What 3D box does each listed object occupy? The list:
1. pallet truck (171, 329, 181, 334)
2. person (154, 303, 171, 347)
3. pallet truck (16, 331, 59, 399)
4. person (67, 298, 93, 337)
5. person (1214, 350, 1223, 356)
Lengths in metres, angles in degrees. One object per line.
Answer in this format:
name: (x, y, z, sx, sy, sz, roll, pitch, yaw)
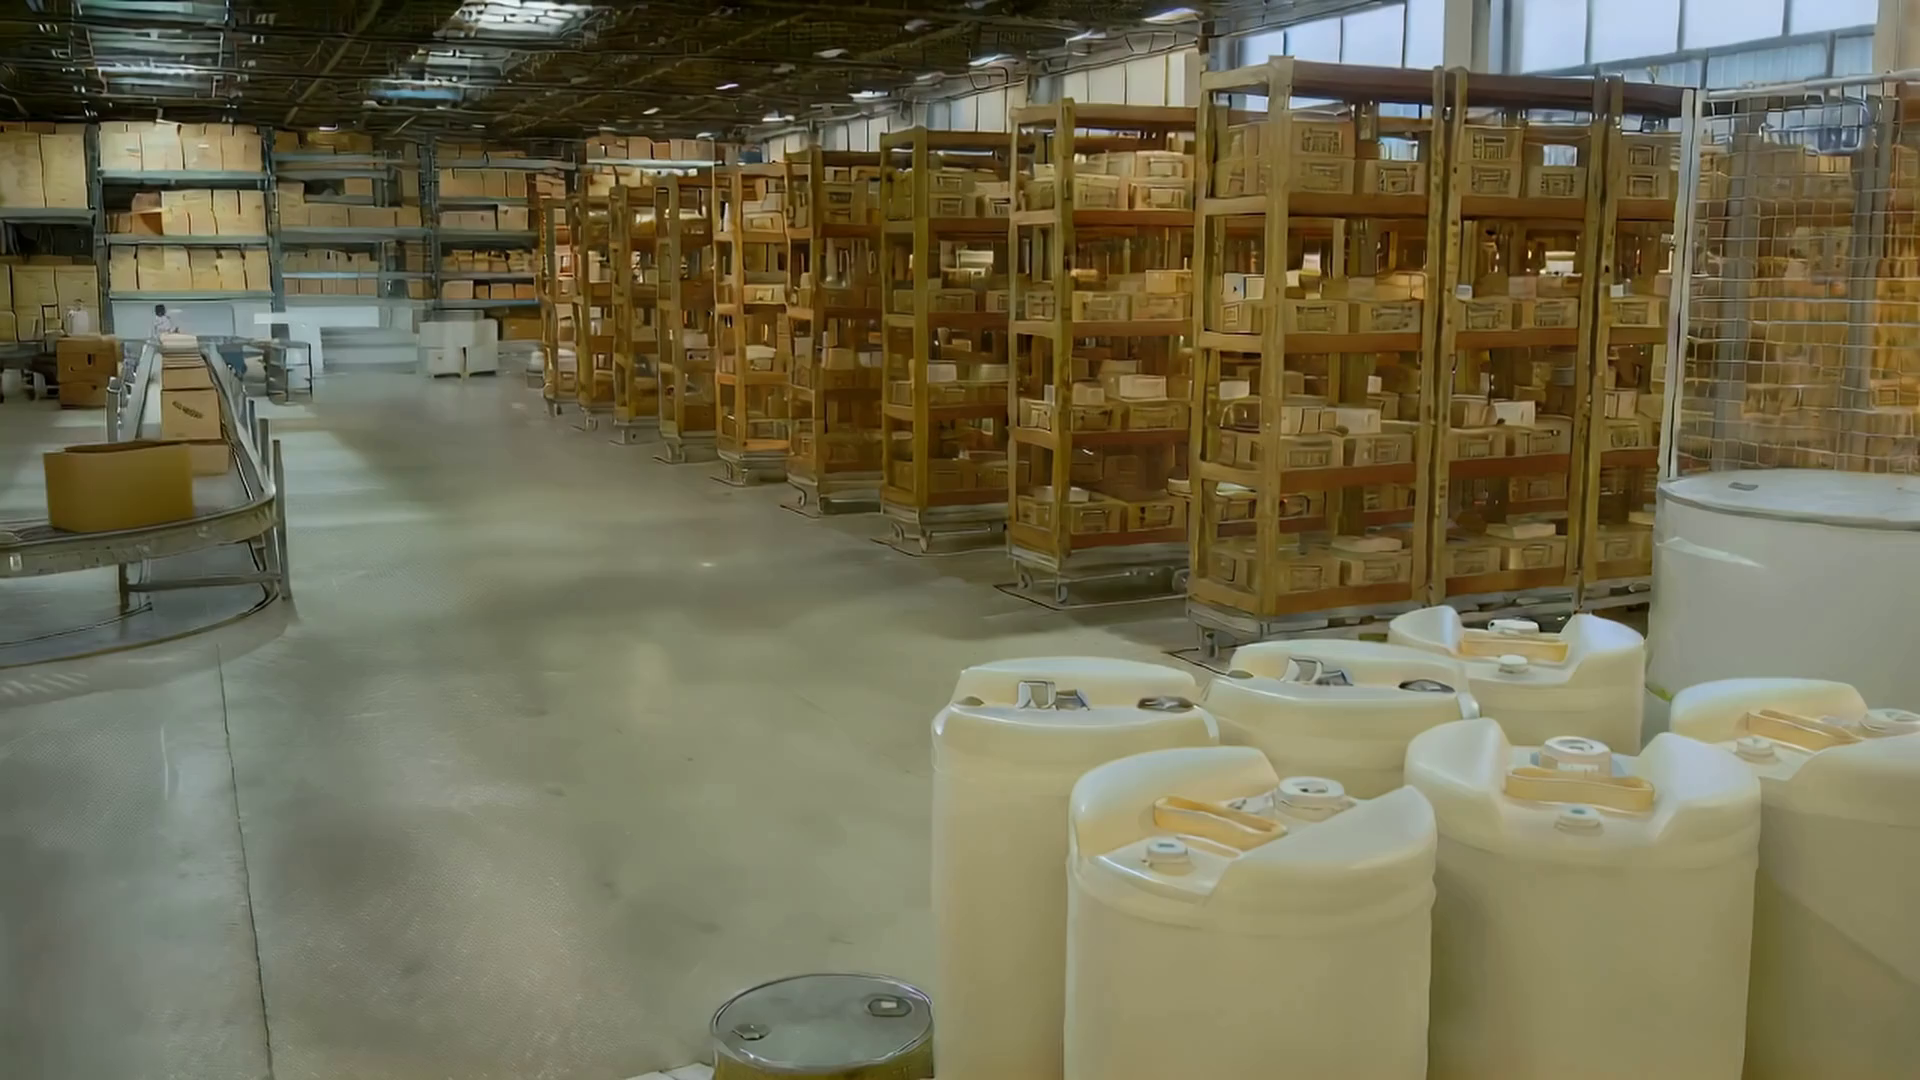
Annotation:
pallet truck: (-17.275, -3.851, 35.096, 1.601, 1.201, 0.680, 0, 9, 1)
person: (-18.806, -4.711, 39.013, 0.553, 1.671, 0.683, 7, 12, 39)
pallet truck: (-17.082, -3.353, 31.781, 1.630, 1.274, 0.653, -4, 10, -25)
person: (-20.193, -4.641, 38.168, 0.404, 1.822, 0.589, 4, 10, 26)
person: (4.369, -3.109, 28.705, 0.916, 1.802, 0.596, -5, 10, -29)
